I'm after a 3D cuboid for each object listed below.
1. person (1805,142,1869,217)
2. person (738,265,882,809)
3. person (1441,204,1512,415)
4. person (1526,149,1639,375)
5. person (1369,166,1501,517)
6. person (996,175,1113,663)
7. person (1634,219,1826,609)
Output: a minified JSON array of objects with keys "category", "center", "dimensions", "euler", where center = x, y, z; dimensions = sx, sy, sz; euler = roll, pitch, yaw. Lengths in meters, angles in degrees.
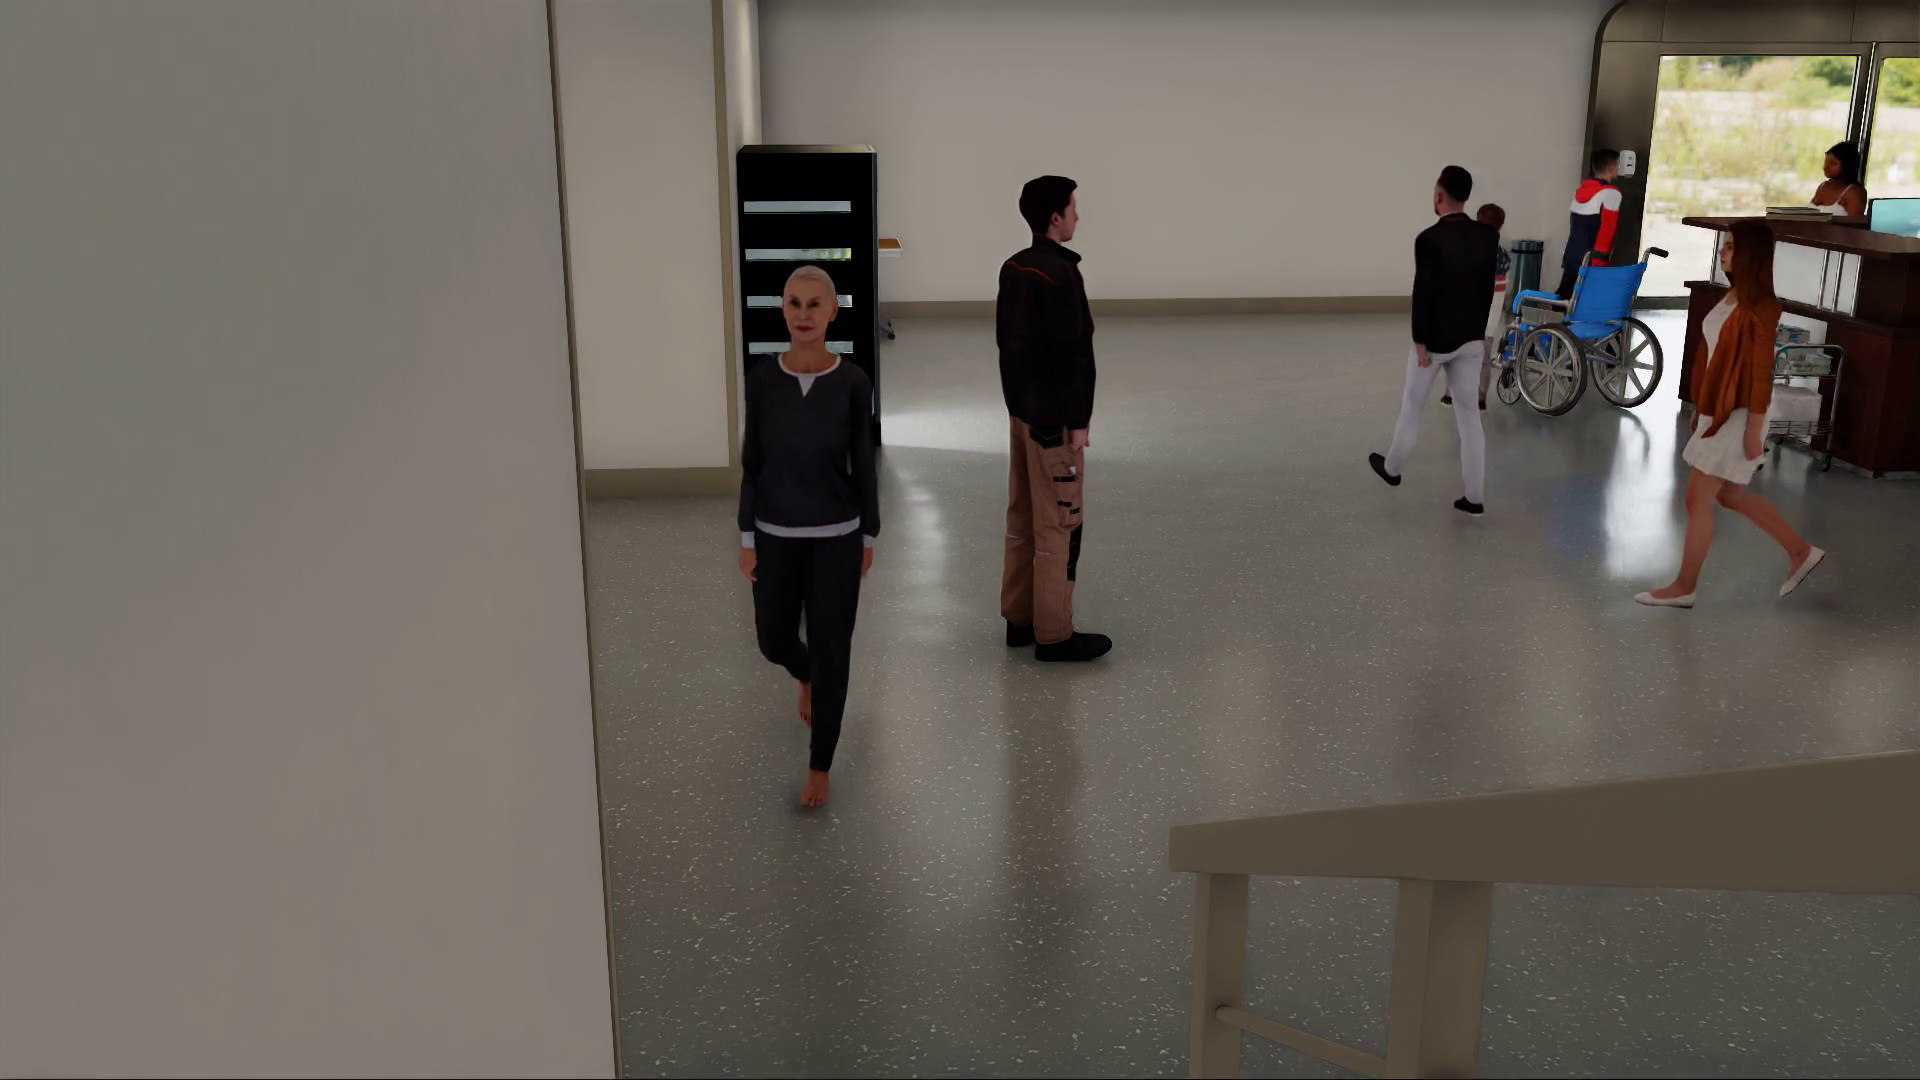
[{"category":"person","center":[6.657,-2.084,12.616],"dimensions":[0.711,1.774,1.091],"euler":[0,16,-1]},{"category":"person","center":[-0.502,-0.045,5.508],"dimensions":[0.722,1.707,1.017],"euler":[1,16,3]},{"category":"person","center":[3.601,-1.572,11.440],"dimensions":[0.542,1.425,0.598],"euler":[-2,16,-8]},{"category":"person","center":[4.666,-2.031,12.570],"dimensions":[0.954,1.696,1.233],"euler":[-5,17,-18]},{"category":"person","center":[2.631,-0.996,8.739],"dimensions":[0.775,1.783,1.230],"euler":[-3,16,-11]},{"category":"person","center":[0.346,-0.481,6.650],"dimensions":[0.843,1.925,0.681],"euler":[-8,17,-25]},{"category":"person","center":[3.423,-0.514,7.190],"dimensions":[0.849,1.696,1.045],"euler":[3,16,9]}]
